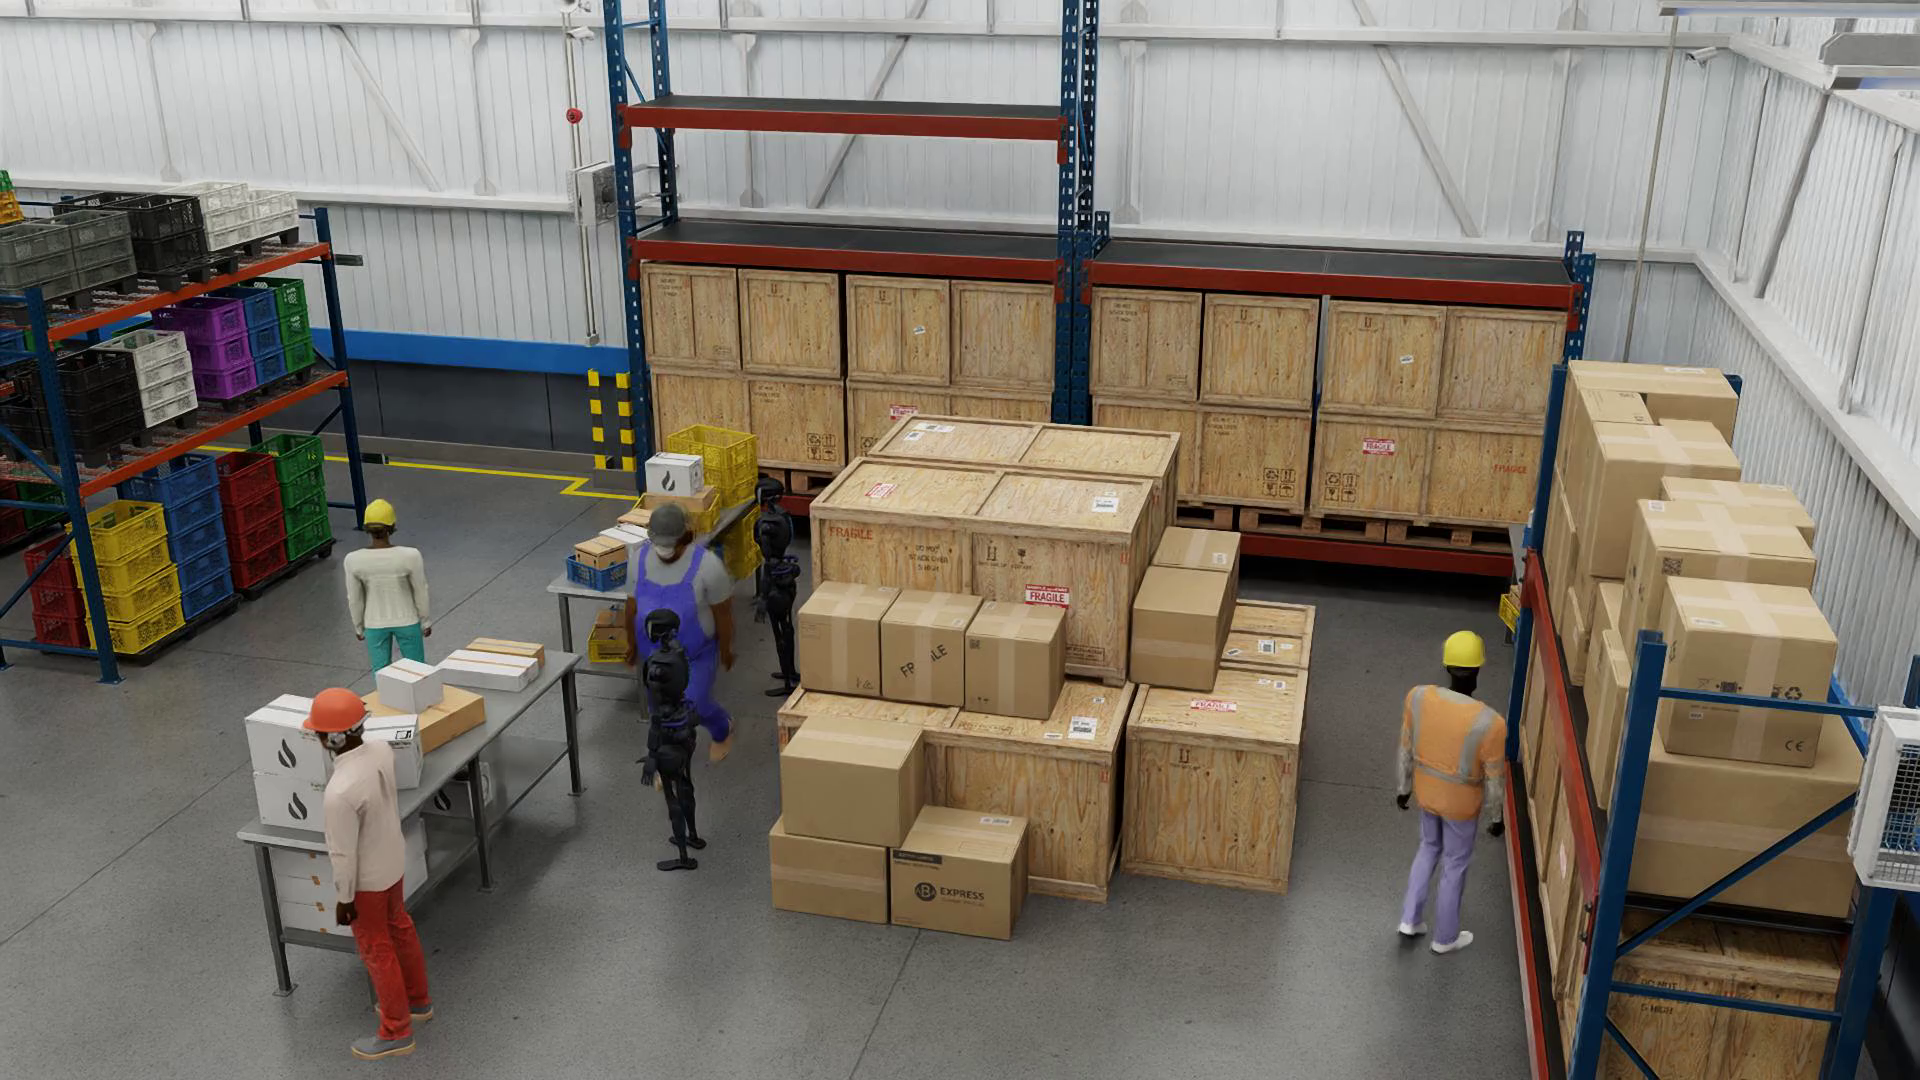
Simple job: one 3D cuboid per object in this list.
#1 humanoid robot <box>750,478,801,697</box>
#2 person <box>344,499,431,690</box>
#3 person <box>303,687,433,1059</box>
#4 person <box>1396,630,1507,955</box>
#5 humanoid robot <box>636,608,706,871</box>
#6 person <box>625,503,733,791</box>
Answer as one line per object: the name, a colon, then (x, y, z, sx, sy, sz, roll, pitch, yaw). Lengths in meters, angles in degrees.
humanoid robot: (-1.344, 0.335, 12.175, 0.313, 1.657, 0.601, 2, 21, 6)
person: (-3.912, 0.570, 11.455, 0.525, 1.767, 0.329, -4, 21, -11)
person: (-2.979, 1.644, 8.343, 0.400, 1.988, 0.611, 1, 21, 4)
person: (2.675, 1.395, 9.088, 0.378, 1.920, 0.592, -17, 27, -37)
humanoid robot: (-1.737, 1.179, 9.970, 0.314, 1.657, 0.608, 3, 21, 7)
person: (-1.837, 0.666, 10.825, 0.704, 2.000, 0.604, 7, 22, 17)
